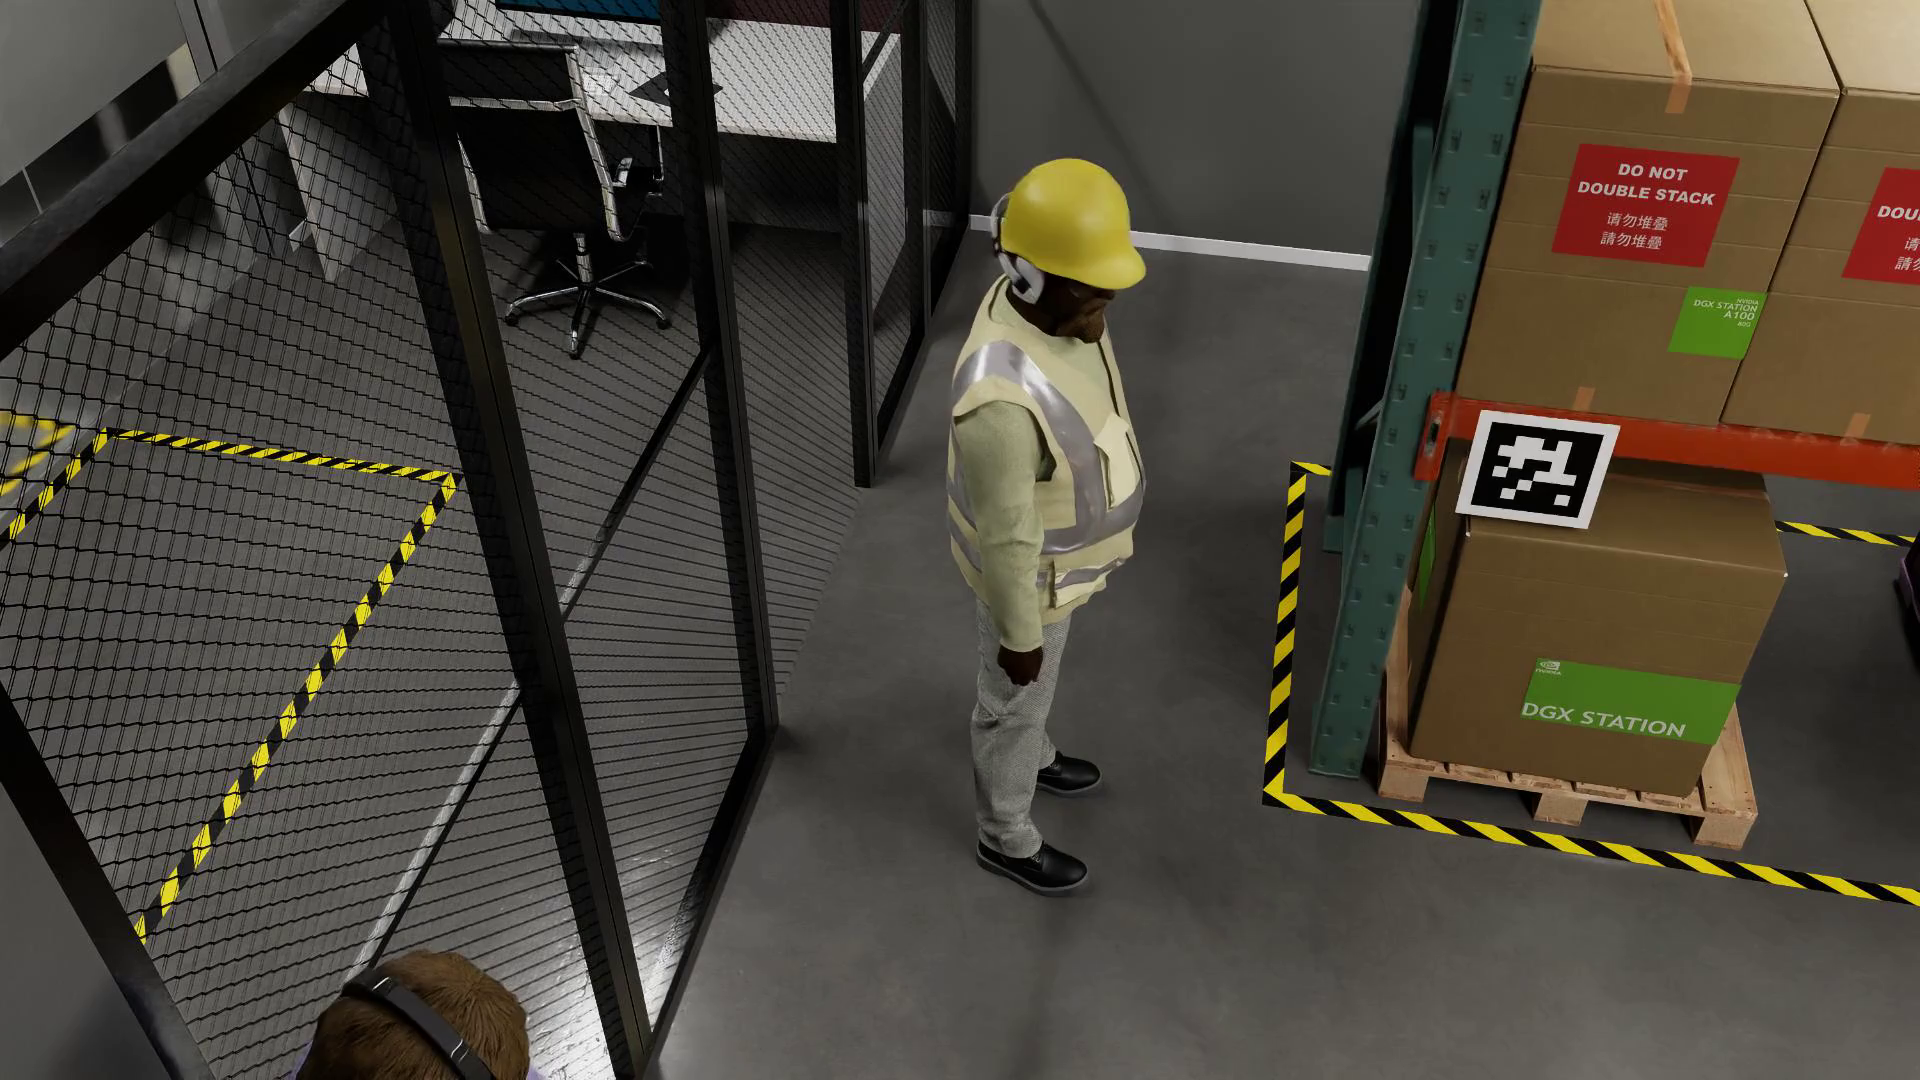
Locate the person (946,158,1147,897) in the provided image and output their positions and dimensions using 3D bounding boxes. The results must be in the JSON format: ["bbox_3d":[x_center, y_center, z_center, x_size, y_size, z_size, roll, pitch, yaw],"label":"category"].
[{"bbox_3d":[0.181,0.018,3.562,0.403,1.827,0.591,7,42,9],"label":"person"}]

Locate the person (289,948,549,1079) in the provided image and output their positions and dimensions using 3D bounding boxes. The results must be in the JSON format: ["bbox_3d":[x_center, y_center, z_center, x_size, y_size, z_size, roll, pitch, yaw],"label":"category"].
[{"bbox_3d":[-0.523,1.152,2.172,0.632,1.940,0.372,19,44,20],"label":"person"}]
